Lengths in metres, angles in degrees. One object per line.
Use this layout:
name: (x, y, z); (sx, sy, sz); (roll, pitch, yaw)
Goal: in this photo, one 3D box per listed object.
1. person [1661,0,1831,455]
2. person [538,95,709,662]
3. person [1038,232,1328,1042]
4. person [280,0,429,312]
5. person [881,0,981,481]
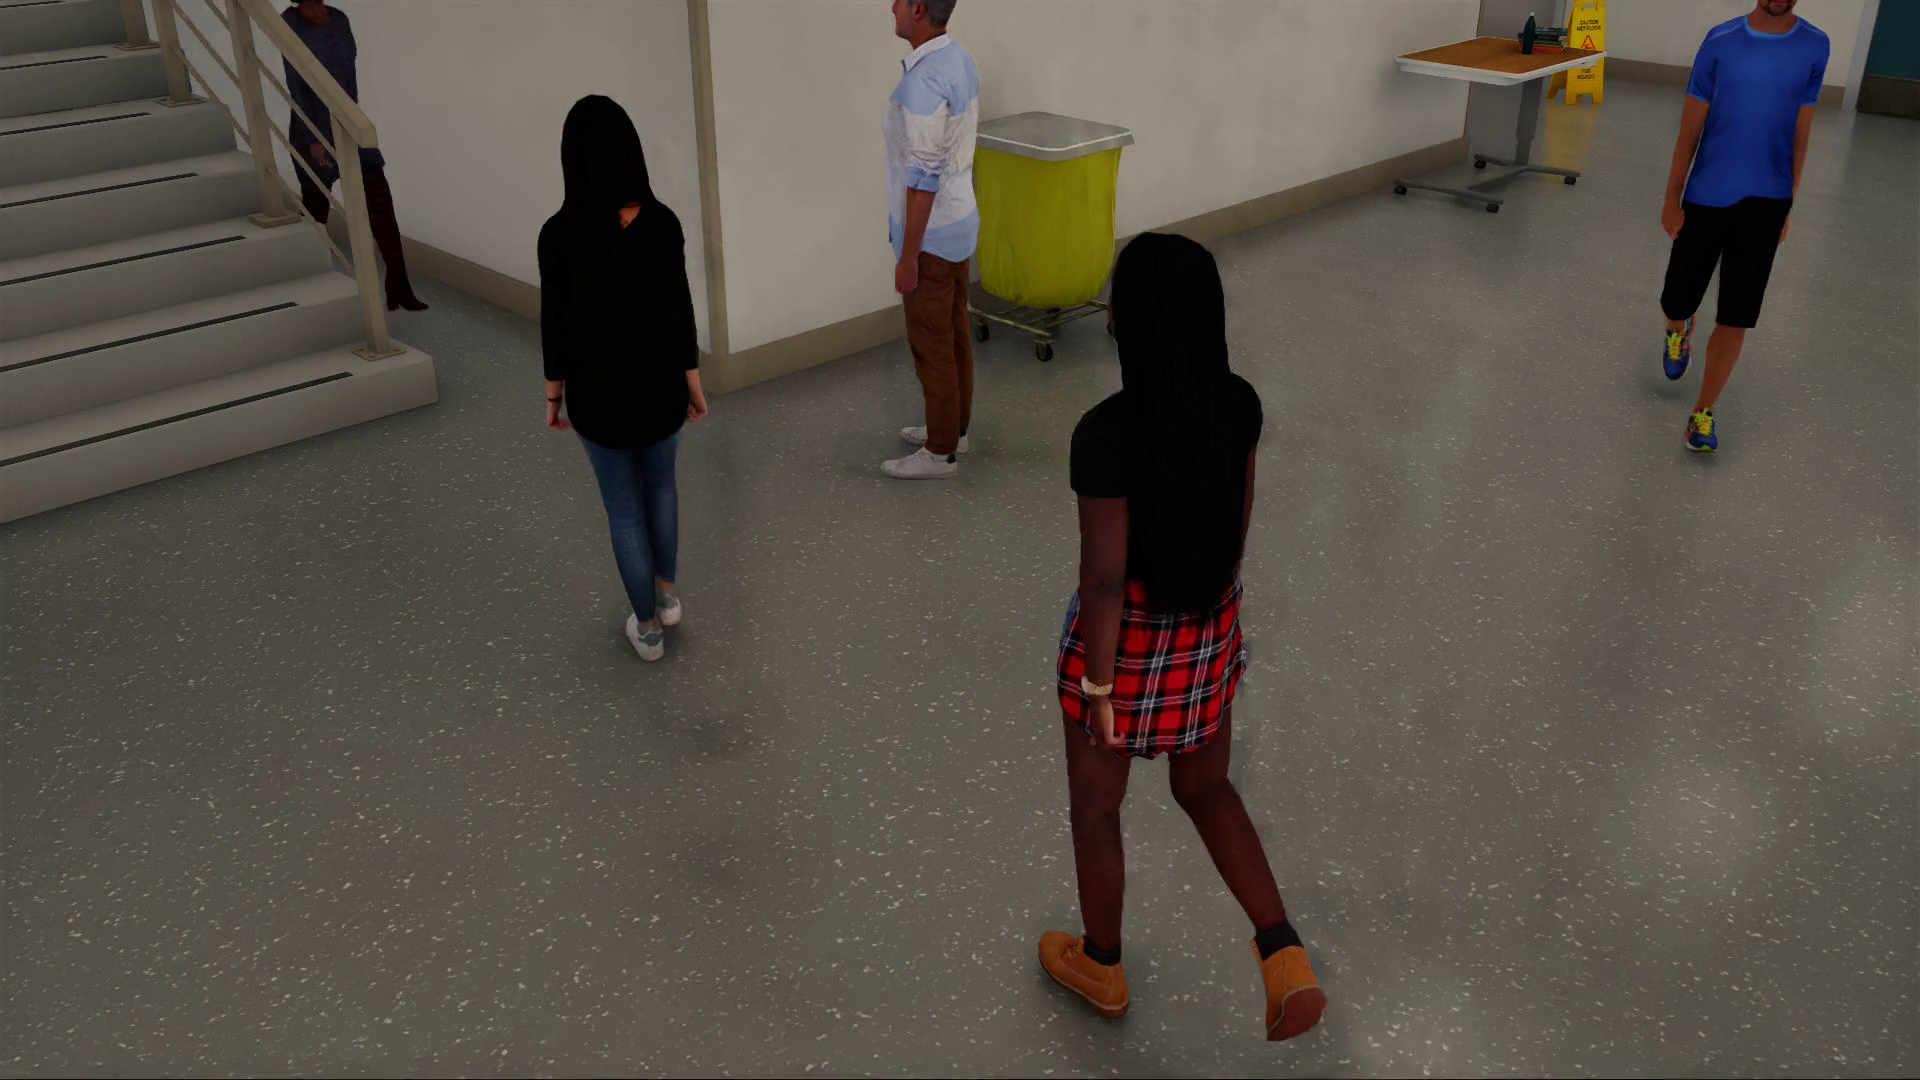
person: (2.921, -1.298, 6.304); (1.119, 1.846, 1.008); (7, 27, 15)
person: (-0.921, -0.398, 4.678); (0.674, 1.638, 0.674); (-10, 28, -20)
person: (0.435, 0.276, 3.196); (0.708, 1.710, 0.988); (-17, 31, -31)
person: (-2.964, -1.857, 7.645); (0.906, 1.688, 0.694); (17, 30, 31)
person: (-0.090, -1.121, 5.958); (0.775, 1.828, 0.771); (5, 26, 11)
